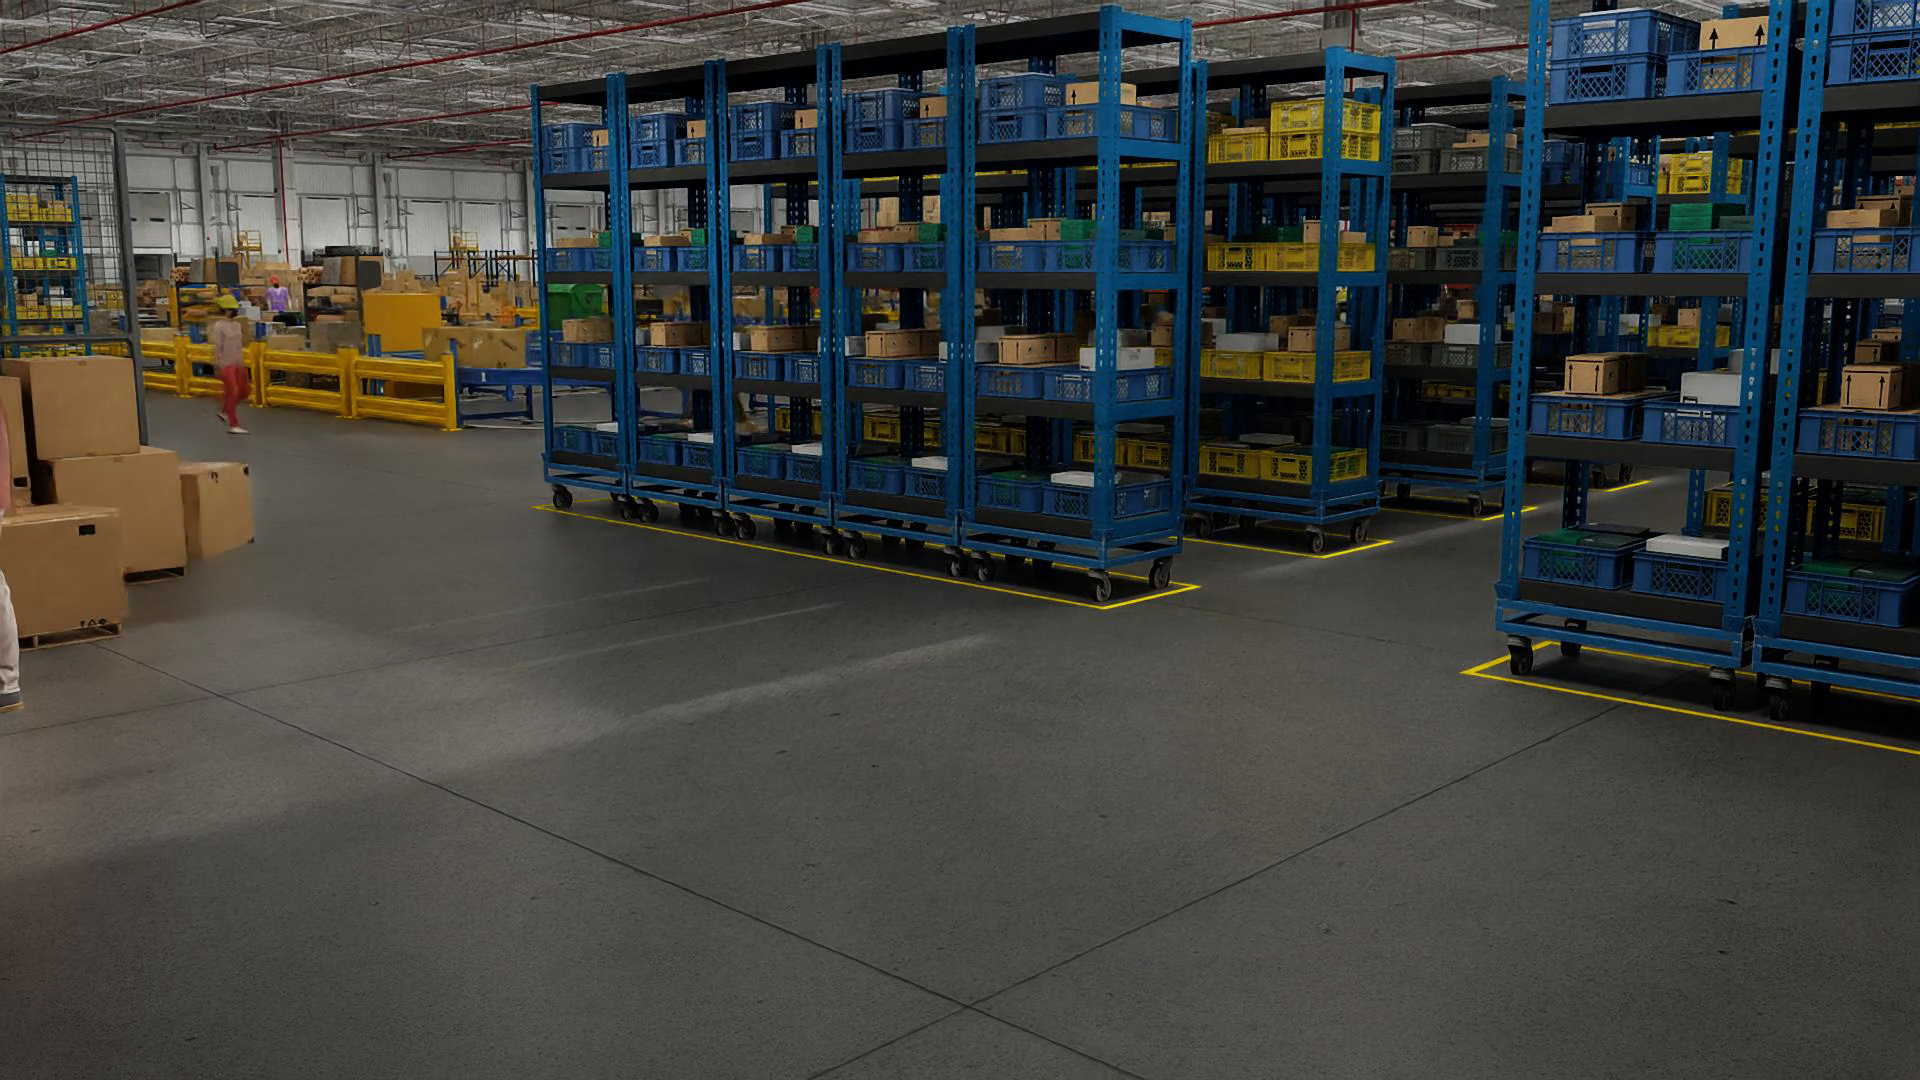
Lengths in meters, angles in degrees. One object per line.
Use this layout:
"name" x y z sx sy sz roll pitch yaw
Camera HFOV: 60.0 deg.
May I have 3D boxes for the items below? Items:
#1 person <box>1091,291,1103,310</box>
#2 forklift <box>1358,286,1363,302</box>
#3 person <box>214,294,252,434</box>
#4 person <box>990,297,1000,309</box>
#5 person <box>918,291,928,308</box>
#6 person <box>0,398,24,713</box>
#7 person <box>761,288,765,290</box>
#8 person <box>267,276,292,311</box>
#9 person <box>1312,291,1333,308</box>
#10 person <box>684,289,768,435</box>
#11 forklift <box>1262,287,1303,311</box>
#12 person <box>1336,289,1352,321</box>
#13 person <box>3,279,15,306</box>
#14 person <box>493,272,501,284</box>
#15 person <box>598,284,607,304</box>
"person" 4.839 -8.403 59.203 0.592 1.662 0.812 -5 11 -29
"forklift" 11.100 -7.017 46.970 1.873 2.768 1.129 9 13 43
"person" -9.176 -2.201 20.890 0.431 1.754 0.530 2 10 13
"person" 1.227 -7.187 50.598 0.632 2.033 0.414 4 10 23
"person" -1.021 -5.631 41.726 0.403 1.817 0.600 -3 10 -20
"person" -4.617 -0.175 7.723 0.382 1.995 0.612 -7 11 -36
"person" -9.350 -11.968 80.639 0.956 1.793 0.649 -2 10 -15
"person" -19.014 -6.431 46.471 0.569 1.858 1.027 -6 11 -34
"person" 5.424 -2.920 25.038 0.389 1.837 0.563 -1 9 -8
"person" -2.979 -2.256 20.574 1.081 1.985 0.616 -4 10 -25
"forklift" 10.769 -8.203 54.240 1.129 2.768 1.873 8 12 42
"person" 4.598 -2.087 19.957 0.592 1.828 0.404 -1 9 -6
"person" -46.060 -11.989 80.633 0.634 1.841 0.429 5 11 29
"person" -25.684 -13.985 92.663 0.669 1.906 0.405 2 9 11
"person" -13.182 -8.761 60.826 0.993 1.856 0.644 -2 10 -14
